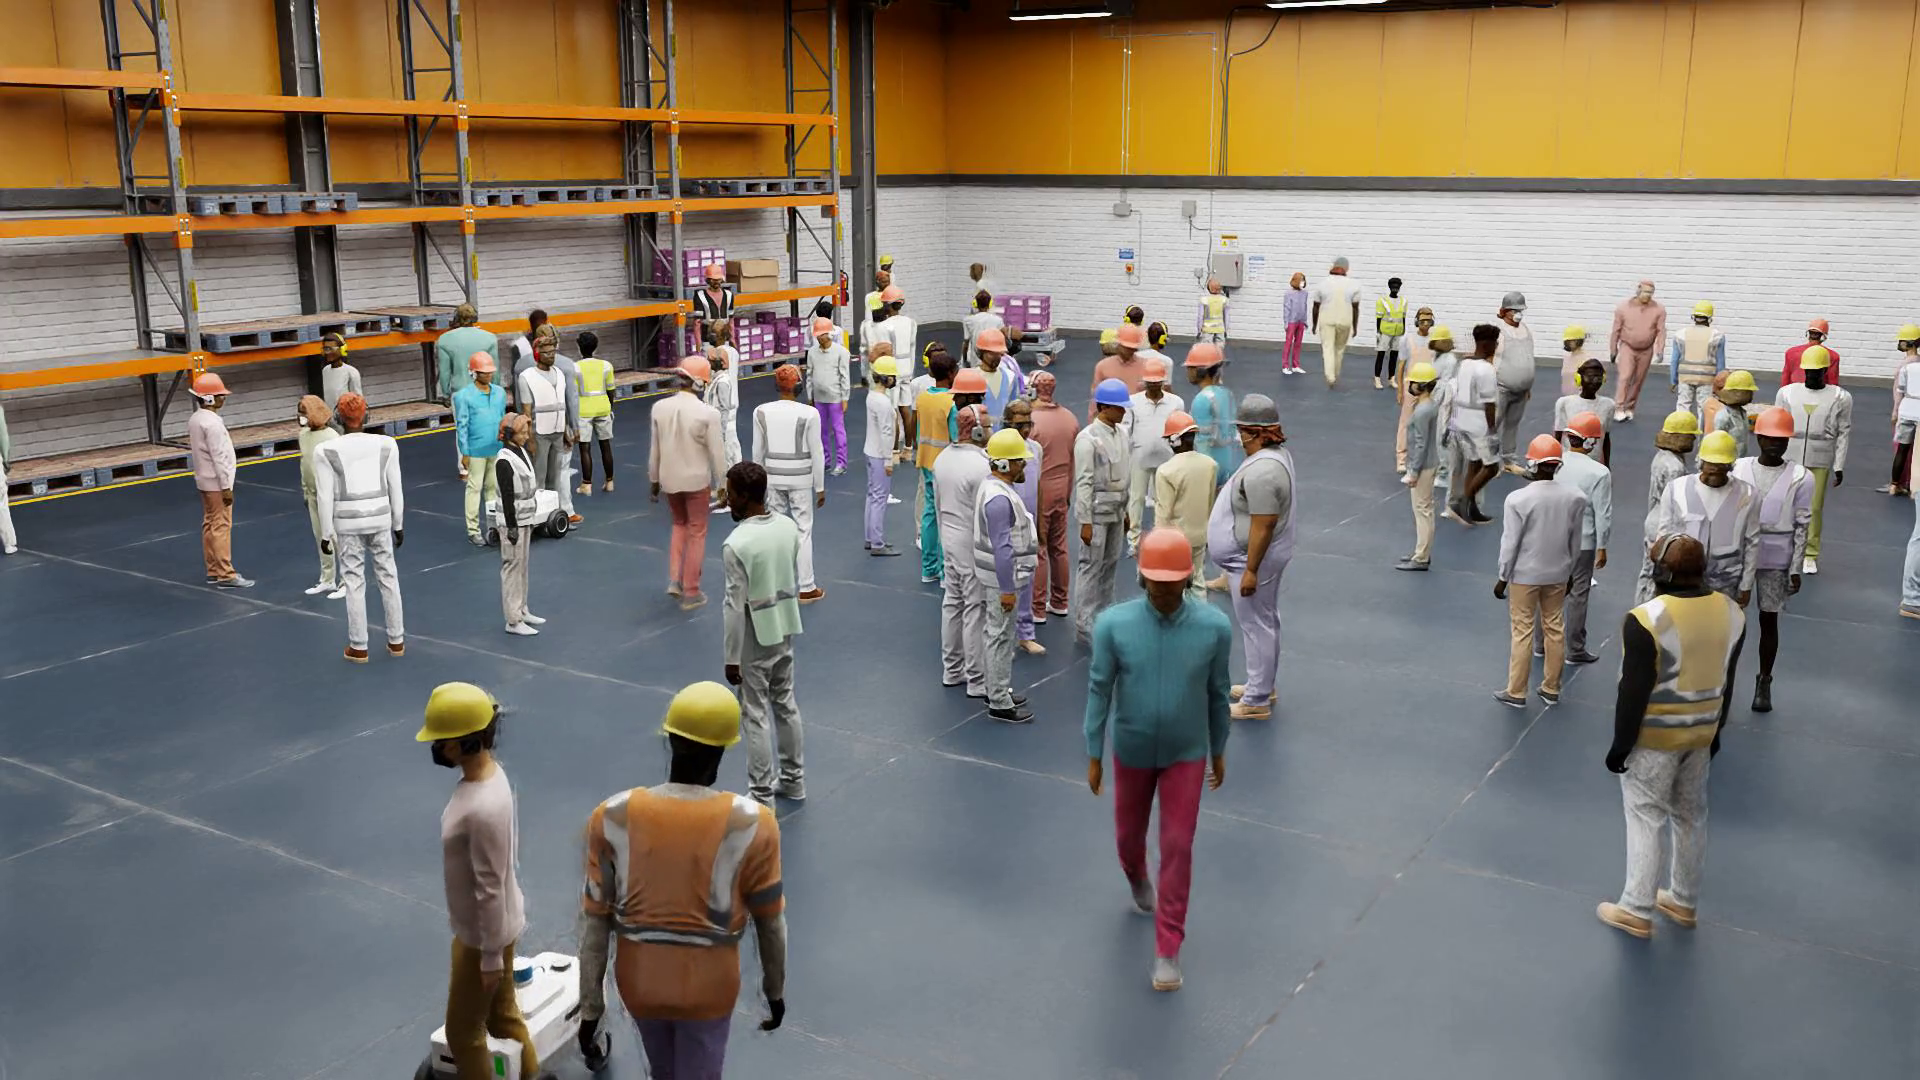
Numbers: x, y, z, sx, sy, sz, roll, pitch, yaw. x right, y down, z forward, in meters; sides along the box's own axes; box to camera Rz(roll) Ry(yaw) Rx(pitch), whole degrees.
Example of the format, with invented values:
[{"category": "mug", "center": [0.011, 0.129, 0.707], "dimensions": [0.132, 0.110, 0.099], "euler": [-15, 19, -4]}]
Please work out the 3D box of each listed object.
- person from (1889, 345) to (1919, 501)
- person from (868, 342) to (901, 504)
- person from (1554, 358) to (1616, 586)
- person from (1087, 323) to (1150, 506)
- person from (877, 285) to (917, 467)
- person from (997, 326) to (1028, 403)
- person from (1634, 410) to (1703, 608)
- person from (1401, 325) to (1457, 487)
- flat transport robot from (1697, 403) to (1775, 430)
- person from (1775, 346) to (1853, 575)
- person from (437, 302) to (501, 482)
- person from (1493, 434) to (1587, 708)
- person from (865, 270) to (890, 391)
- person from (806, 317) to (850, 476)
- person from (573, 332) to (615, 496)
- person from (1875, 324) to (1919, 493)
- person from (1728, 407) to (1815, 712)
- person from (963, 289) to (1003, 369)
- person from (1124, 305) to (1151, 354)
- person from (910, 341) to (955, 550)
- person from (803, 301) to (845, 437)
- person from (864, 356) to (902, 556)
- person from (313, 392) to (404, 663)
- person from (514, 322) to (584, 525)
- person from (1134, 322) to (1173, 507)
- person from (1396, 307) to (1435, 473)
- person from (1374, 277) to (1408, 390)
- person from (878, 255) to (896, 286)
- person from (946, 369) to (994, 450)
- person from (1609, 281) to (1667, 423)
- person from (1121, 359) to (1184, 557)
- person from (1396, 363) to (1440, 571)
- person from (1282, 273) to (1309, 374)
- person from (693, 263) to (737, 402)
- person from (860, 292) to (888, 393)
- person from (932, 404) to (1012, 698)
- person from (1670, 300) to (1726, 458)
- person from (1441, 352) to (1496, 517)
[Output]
[{"category": "person", "center": [9.797, -1.241, 16.968], "dimensions": [0.319, 1.687, 0.539], "euler": [-7, 15, -26]}, {"category": "person", "center": [-0.785, -1.191, 16.861], "dimensions": [0.285, 1.634, 0.499], "euler": [-4, 13, -15]}, {"category": "person", "center": [5.065, -0.542, 13.552], "dimensions": [0.521, 1.862, 0.328], "euler": [0, 13, 0]}, {"category": "person", "center": [1.535, -1.058, 15.565], "dimensions": [0.681, 1.962, 0.583], "euler": [4, 14, 16]}, {"category": "person", "center": [-0.754, -1.853, 18.837], "dimensions": [0.379, 2.045, 0.605], "euler": [10, 16, 37]}, {"category": "person", "center": [0.462, -1.202, 16.482], "dimensions": [0.429, 1.837, 0.624], "euler": [2, 13, 8]}, {"category": "person", "center": [4.963, -0.046, 11.656], "dimensions": [0.320, 1.742, 0.492], "euler": [2, 13, 8]}, {"category": "person", "center": [5.010, -1.422, 17.670], "dimensions": [0.420, 1.725, 0.530], "euler": [-4, 14, -18]}, {"category": "flat transport robot", "center": [10.287, -1.612, 21.674], "dimensions": [1.431, 0.197, 0.652], "euler": [-9, 16, -33]}, {"category": "person", "center": [7.104, -0.671, 13.965], "dimensions": [0.594, 1.925, 0.376], "euler": [9, 16, 34]}, {"category": "person", "center": [-5.269, -1.589, 17.918], "dimensions": [0.635, 1.938, 0.359], "euler": [-4, 14, -17]}, {"category": "person", "center": [3.663, 0.197, 10.577], "dimensions": [0.563, 1.752, 0.327], "euler": [-3, 13, -12]}, {"category": "person", "center": [-1.106, -2.880, 23.640], "dimensions": [0.337, 1.882, 0.585], "euler": [12, 18, 43]}, {"category": "person", "center": [-1.473, -1.585, 18.352], "dimensions": [0.573, 1.738, 0.352], "euler": [8, 15, 30]}, {"category": "person", "center": [-3.821, -1.306, 17.225], "dimensions": [0.540, 1.695, 0.317], "euler": [-9, 16, -35]}, {"category": "person", "center": [9.824, -1.360, 17.326], "dimensions": [0.341, 1.760, 0.525], "euler": [12, 17, 41]}, {"category": "person", "center": [5.044, 0.118, 10.509], "dimensions": [0.543, 1.942, 0.347], "euler": [9, 16, 34]}, {"category": "person", "center": [0.289, -2.156, 20.565], "dimensions": [0.511, 1.861, 0.326], "euler": [1, 13, 3]}, {"category": "person", "center": [1.899, -1.647, 18.347], "dimensions": [0.512, 1.862, 0.329], "euler": [-9, 16, -35]}, {"category": "person", "center": [-0.207, -0.838, 14.816], "dimensions": [0.518, 1.872, 0.326], "euler": [-10, 16, -36]}, {"category": "person", "center": [-1.688, -2.139, 20.835], "dimensions": [0.539, 1.695, 0.319], "euler": [3, 13, 15]}, {"category": "person", "center": [-0.671, -0.738, 14.629], "dimensions": [0.334, 1.760, 0.527], "euler": [-4, 14, -16]}, {"category": "person", "center": [-4.139, -0.083, 11.515], "dimensions": [0.575, 1.882, 0.361], "euler": [-8, 15, -32]}, {"category": "person", "center": [-3.884, -1.086, 15.740], "dimensions": [0.635, 1.937, 0.355], "euler": [4, 13, 15]}, {"category": "person", "center": [1.931, -1.256, 16.668], "dimensions": [0.531, 1.855, 0.347], "euler": [12, 18, 42]}, {"category": "person", "center": [5.082, -1.651, 18.394], "dimensions": [0.505, 1.847, 0.346], "euler": [-1, 13, -3]}, {"category": "person", "center": [6.500, -3.116, 25.090], "dimensions": [0.536, 1.690, 0.325], "euler": [-4, 14, -16]}, {"category": "person", "center": [-1.288, -4.196, 29.628], "dimensions": [0.345, 1.761, 0.527], "euler": [-4, 14, -17]}, {"category": "person", "center": [0.075, -0.306, 12.360], "dimensions": [0.361, 1.938, 0.545], "euler": [-1, 13, -5]}, {"category": "person", "center": [8.935, -2.465, 21.898], "dimensions": [0.650, 1.860, 0.938], "euler": [2, 13, 8]}, {"category": "person", "center": [1.681, -0.712, 14.525], "dimensions": [0.575, 1.747, 0.336], "euler": [0, 13, -2]}, {"category": "person", "center": [3.887, -0.618, 14.085], "dimensions": [0.326, 1.769, 0.524], "euler": [6, 14, 24]}, {"category": "person", "center": [5.428, -3.499, 26.878], "dimensions": [0.509, 1.631, 0.267], "euler": [-8, 15, -32]}, {"category": "person", "center": [-3.326, -2.748, 22.721], "dimensions": [0.615, 2.040, 0.391], "euler": [-9, 16, -34]}, {"category": "person", "center": [-0.907, -2.026, 19.898], "dimensions": [0.628, 1.903, 0.594], "euler": [6, 14, 25]}, {"category": "person", "center": [0.092, 0.067, 10.806], "dimensions": [0.405, 1.911, 0.636], "euler": [-7, 15, -29]}, {"category": "person", "center": [8.580, -1.866, 19.353], "dimensions": [0.586, 1.835, 0.404], "euler": [9, 16, 34]}, {"category": "person", "center": [4.901, -1.000, 16.047], "dimensions": [0.518, 1.632, 0.317], "euler": [8, 15, 32]}]
